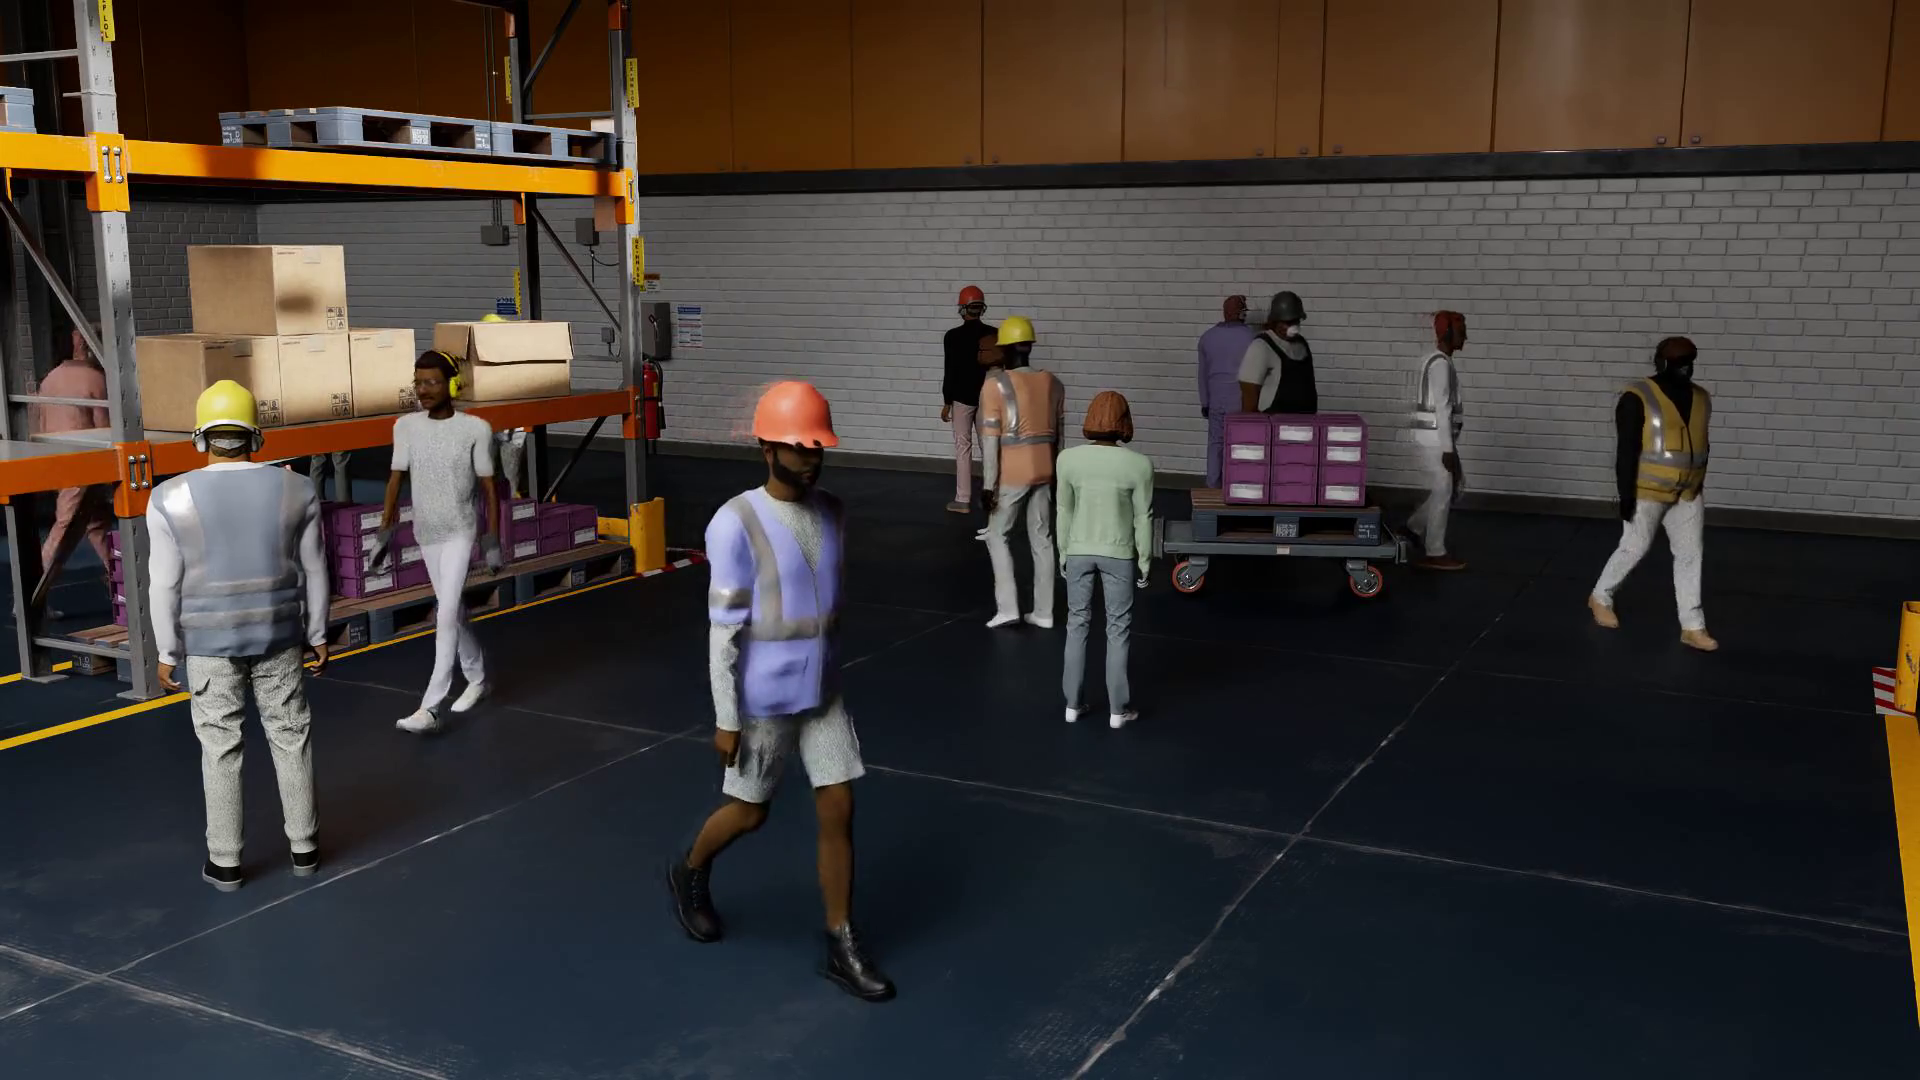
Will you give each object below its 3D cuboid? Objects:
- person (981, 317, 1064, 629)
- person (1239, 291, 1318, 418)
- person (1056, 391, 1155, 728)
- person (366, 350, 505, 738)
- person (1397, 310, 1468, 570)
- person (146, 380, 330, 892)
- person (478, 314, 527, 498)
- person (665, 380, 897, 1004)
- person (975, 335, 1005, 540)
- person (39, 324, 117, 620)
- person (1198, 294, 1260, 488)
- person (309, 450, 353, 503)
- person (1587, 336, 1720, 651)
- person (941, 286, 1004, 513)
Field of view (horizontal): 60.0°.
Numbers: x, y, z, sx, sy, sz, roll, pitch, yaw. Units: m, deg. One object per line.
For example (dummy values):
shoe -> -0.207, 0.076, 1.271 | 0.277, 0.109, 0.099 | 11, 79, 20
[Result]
person -> 0.369, -0.397, 10.119 | 0.603, 1.897, 0.495 | -7, 12, -35
person -> 2.361, -0.923, 12.717 | 0.762, 2.000, 0.704 | 9, 13, 42
person -> 0.696, 0.093, 8.041 | 0.494, 1.624, 0.282 | 4, 10, 21
person -> -2.506, 0.010, 7.964 | 0.537, 1.821, 0.993 | 3, 10, 14
person -> 3.472, -0.711, 12.001 | 0.446, 1.865, 0.597 | 3, 10, 14
person -> -2.583, 0.342, 5.994 | 0.601, 1.830, 0.404 | -6, 12, -32
person -> -3.538, -0.812, 12.721 | 0.600, 1.821, 0.404 | 0, 10, -2
person -> -0.595, 0.444, 5.219 | 0.900, 1.910, 0.555 | 9, 13, 42
person -> 0.261, -0.814, 13.265 | 0.273, 1.632, 0.507 | 1, 10, 5
person -> -5.546, -0.433, 10.491 | 0.663, 1.846, 1.031 | 6, 12, 33
person -> 2.459, -1.247, 14.979 | 0.643, 1.910, 0.400 | 8, 13, 38
person -> -5.159, -1.025, 13.637 | 0.594, 1.925, 0.369 | 3, 10, 15
person -> 4.135, -0.308, 9.838 | 0.640, 1.810, 0.898 | -3, 10, -15
person -> 0.105, -1.236, 14.665 | 0.626, 1.992, 0.387 | -6, 11, -31
